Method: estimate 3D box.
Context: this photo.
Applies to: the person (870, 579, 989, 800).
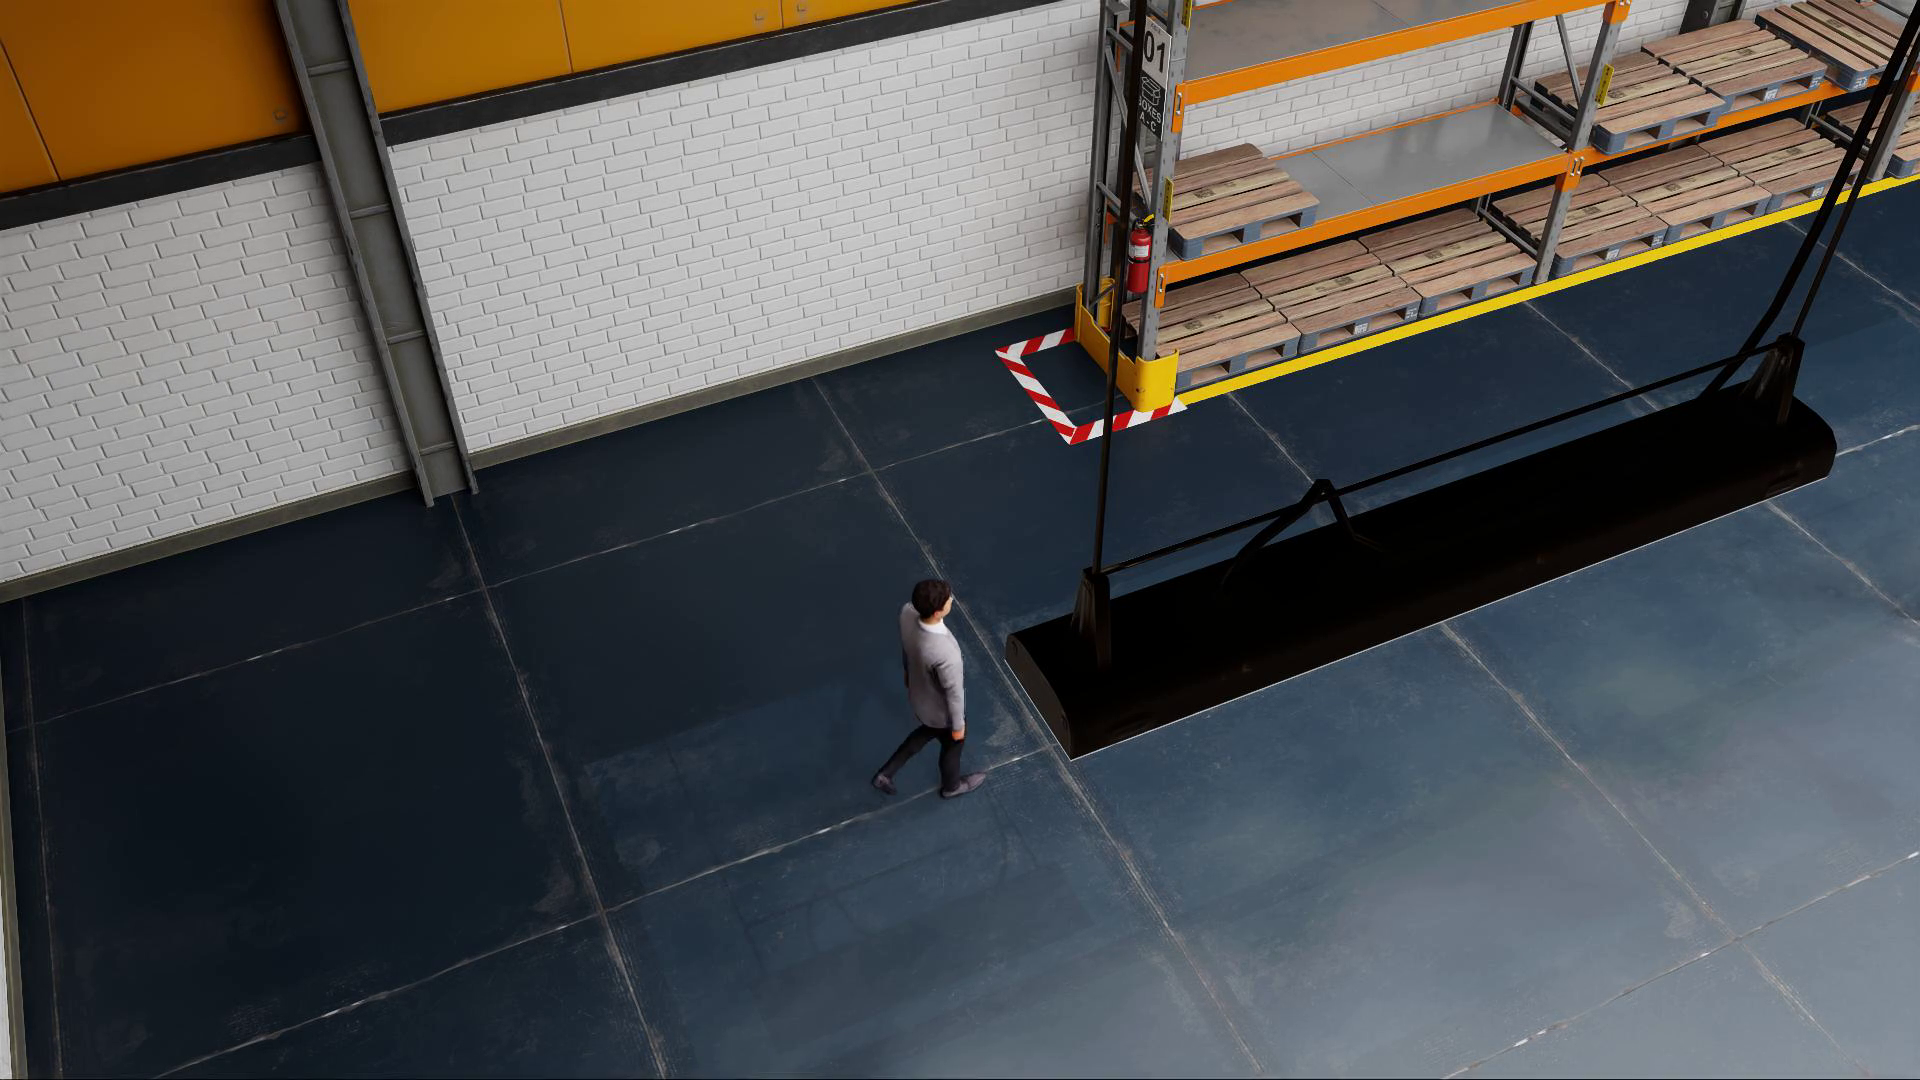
[{"bbox_3d":[-0.213,0.959,9.851,1.005,1.907,0.771,-20,47,-20],"label":"person"}]
